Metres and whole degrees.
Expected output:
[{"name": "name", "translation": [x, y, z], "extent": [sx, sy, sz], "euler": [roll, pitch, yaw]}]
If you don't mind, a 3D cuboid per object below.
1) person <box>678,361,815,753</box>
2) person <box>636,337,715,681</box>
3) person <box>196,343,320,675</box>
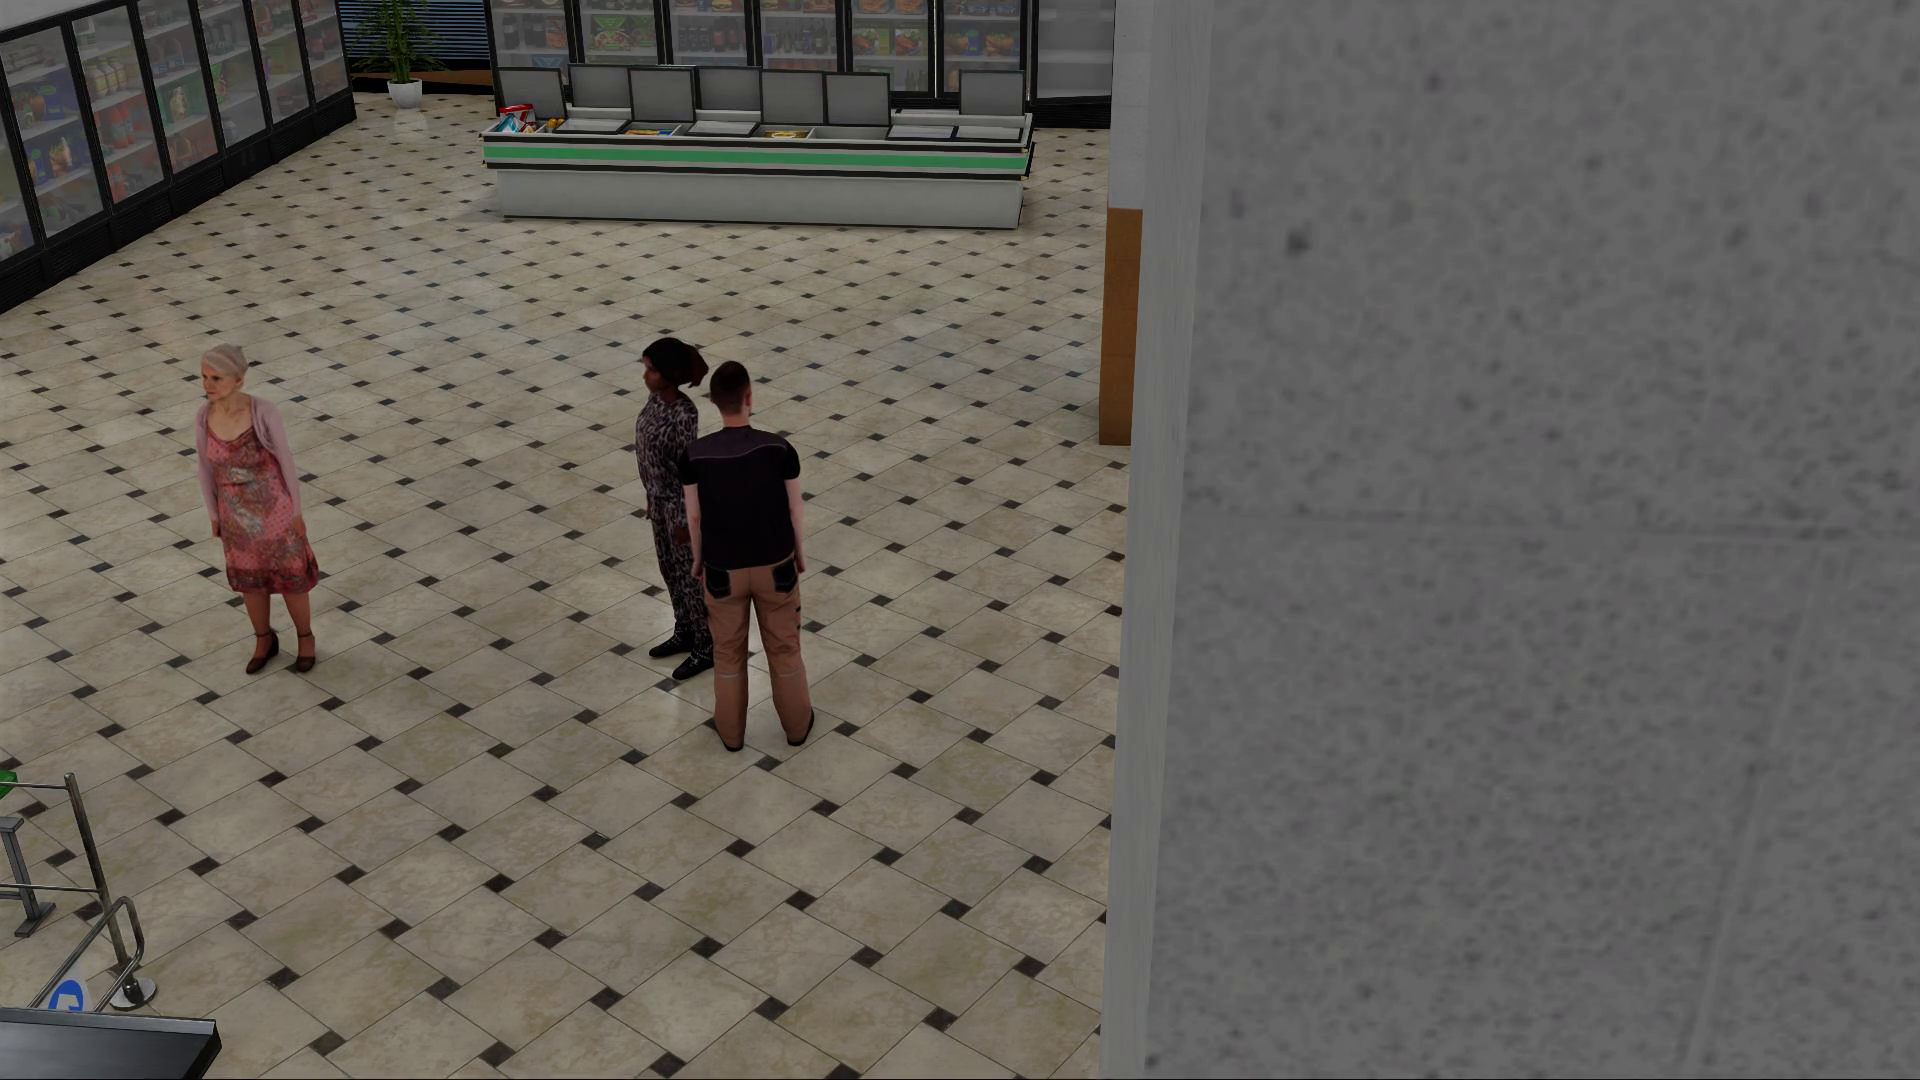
[{"name": "person", "translation": [-0.936, 0.129, 7.355], "extent": [0.593, 1.764, 0.788], "euler": [-3, 27, -5]}, {"name": "person", "translation": [-1.355, -0.154, 7.967], "extent": [0.731, 1.716, 0.683], "euler": [-17, 31, -29]}, {"name": "person", "translation": [-3.371, -0.146, 7.978], "extent": [0.545, 1.692, 0.681], "euler": [-1, 27, -2]}]
